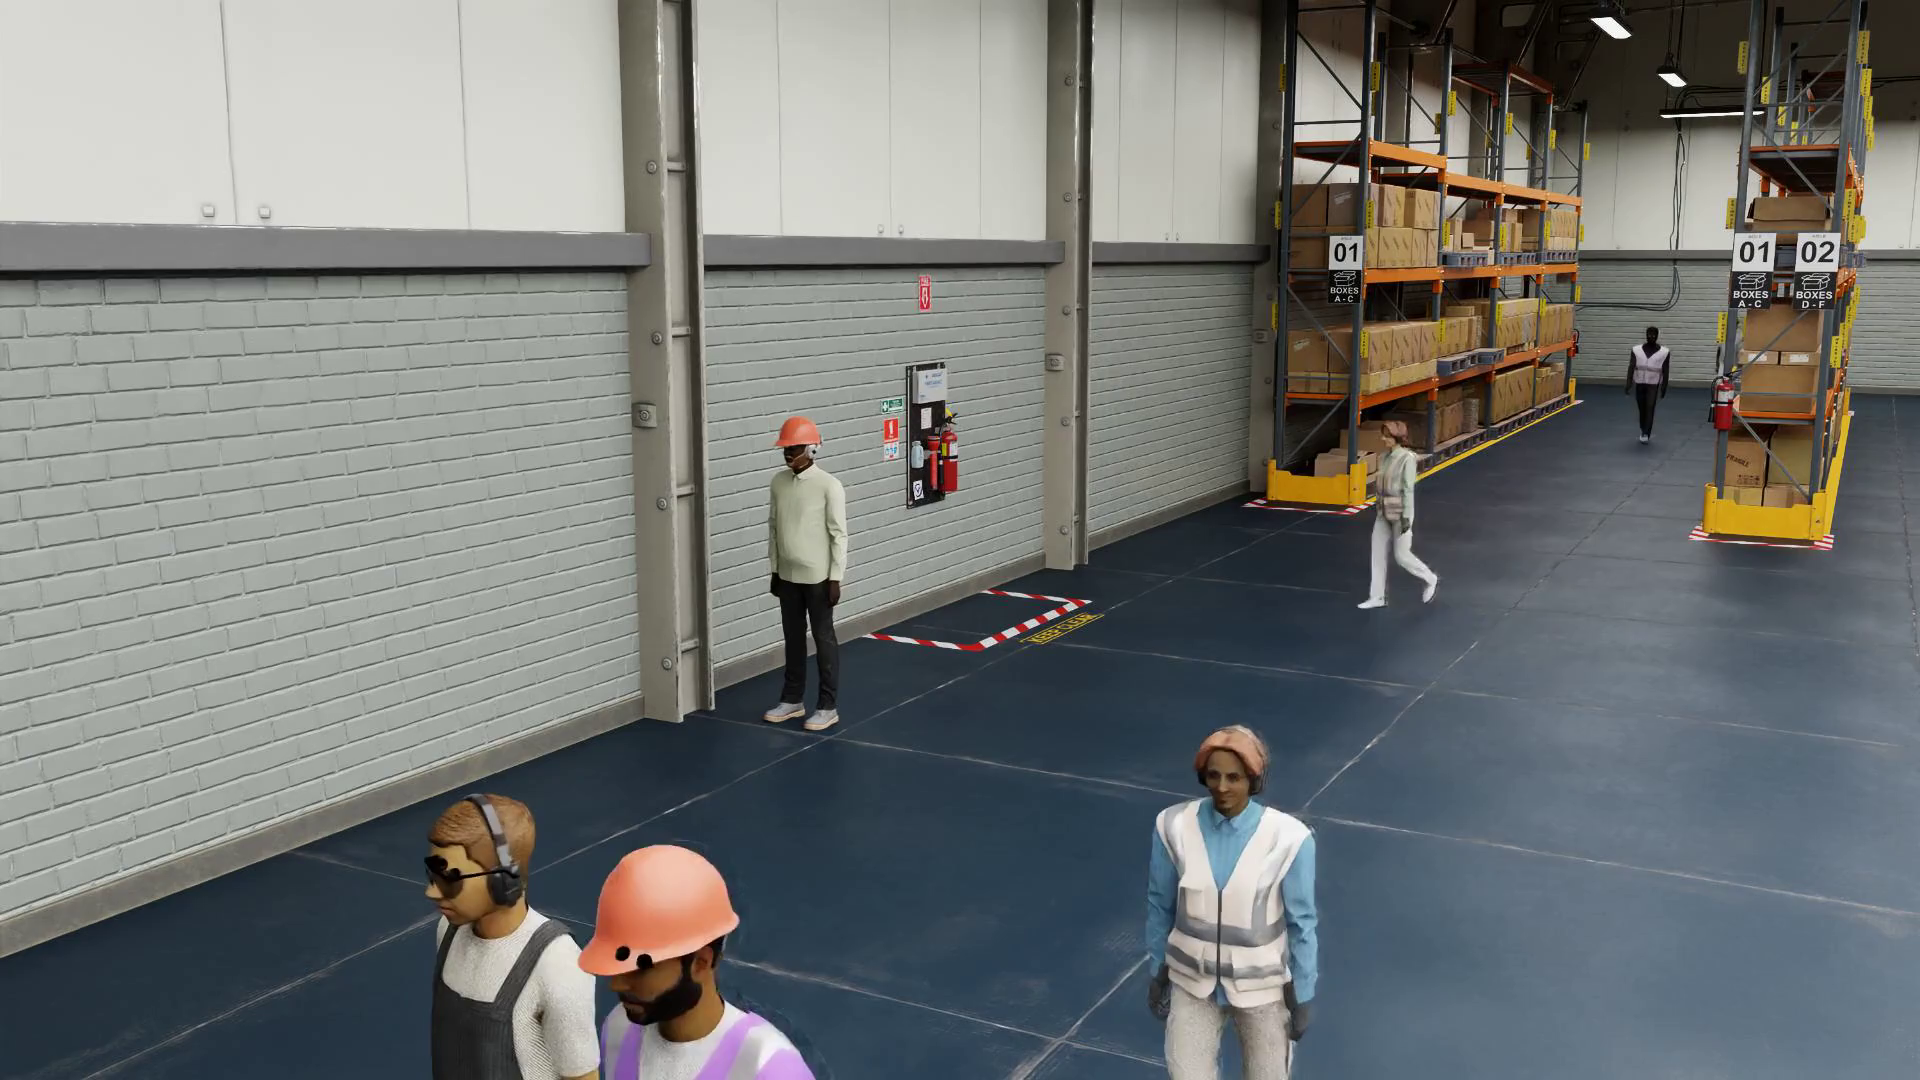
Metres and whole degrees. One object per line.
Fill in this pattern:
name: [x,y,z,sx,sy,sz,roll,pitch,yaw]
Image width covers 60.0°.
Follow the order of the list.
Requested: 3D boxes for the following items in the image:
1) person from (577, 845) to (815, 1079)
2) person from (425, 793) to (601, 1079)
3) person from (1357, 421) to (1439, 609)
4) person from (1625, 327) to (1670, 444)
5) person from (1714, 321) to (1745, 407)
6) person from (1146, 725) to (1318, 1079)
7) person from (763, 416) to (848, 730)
person: [-0.458,1.493,3.263,0.561,1.917,0.681,7,12,36]
person: [-1.006,1.447,3.744,0.517,1.842,0.326,8,12,38]
person: [3.741,-0.211,14.101,0.633,1.620,0.518,-4,10,-21]
person: [11.085,-2.503,26.808,0.594,1.872,1.010,7,12,34]
person: [14.594,-3.301,31.596,0.536,1.819,0.918,7,12,35]
person: [0.828,1.335,5.054,0.532,1.617,0.696,4,11,23]
person: [-0.988,0.208,10.556,0.612,1.995,0.393,7,12,37]
